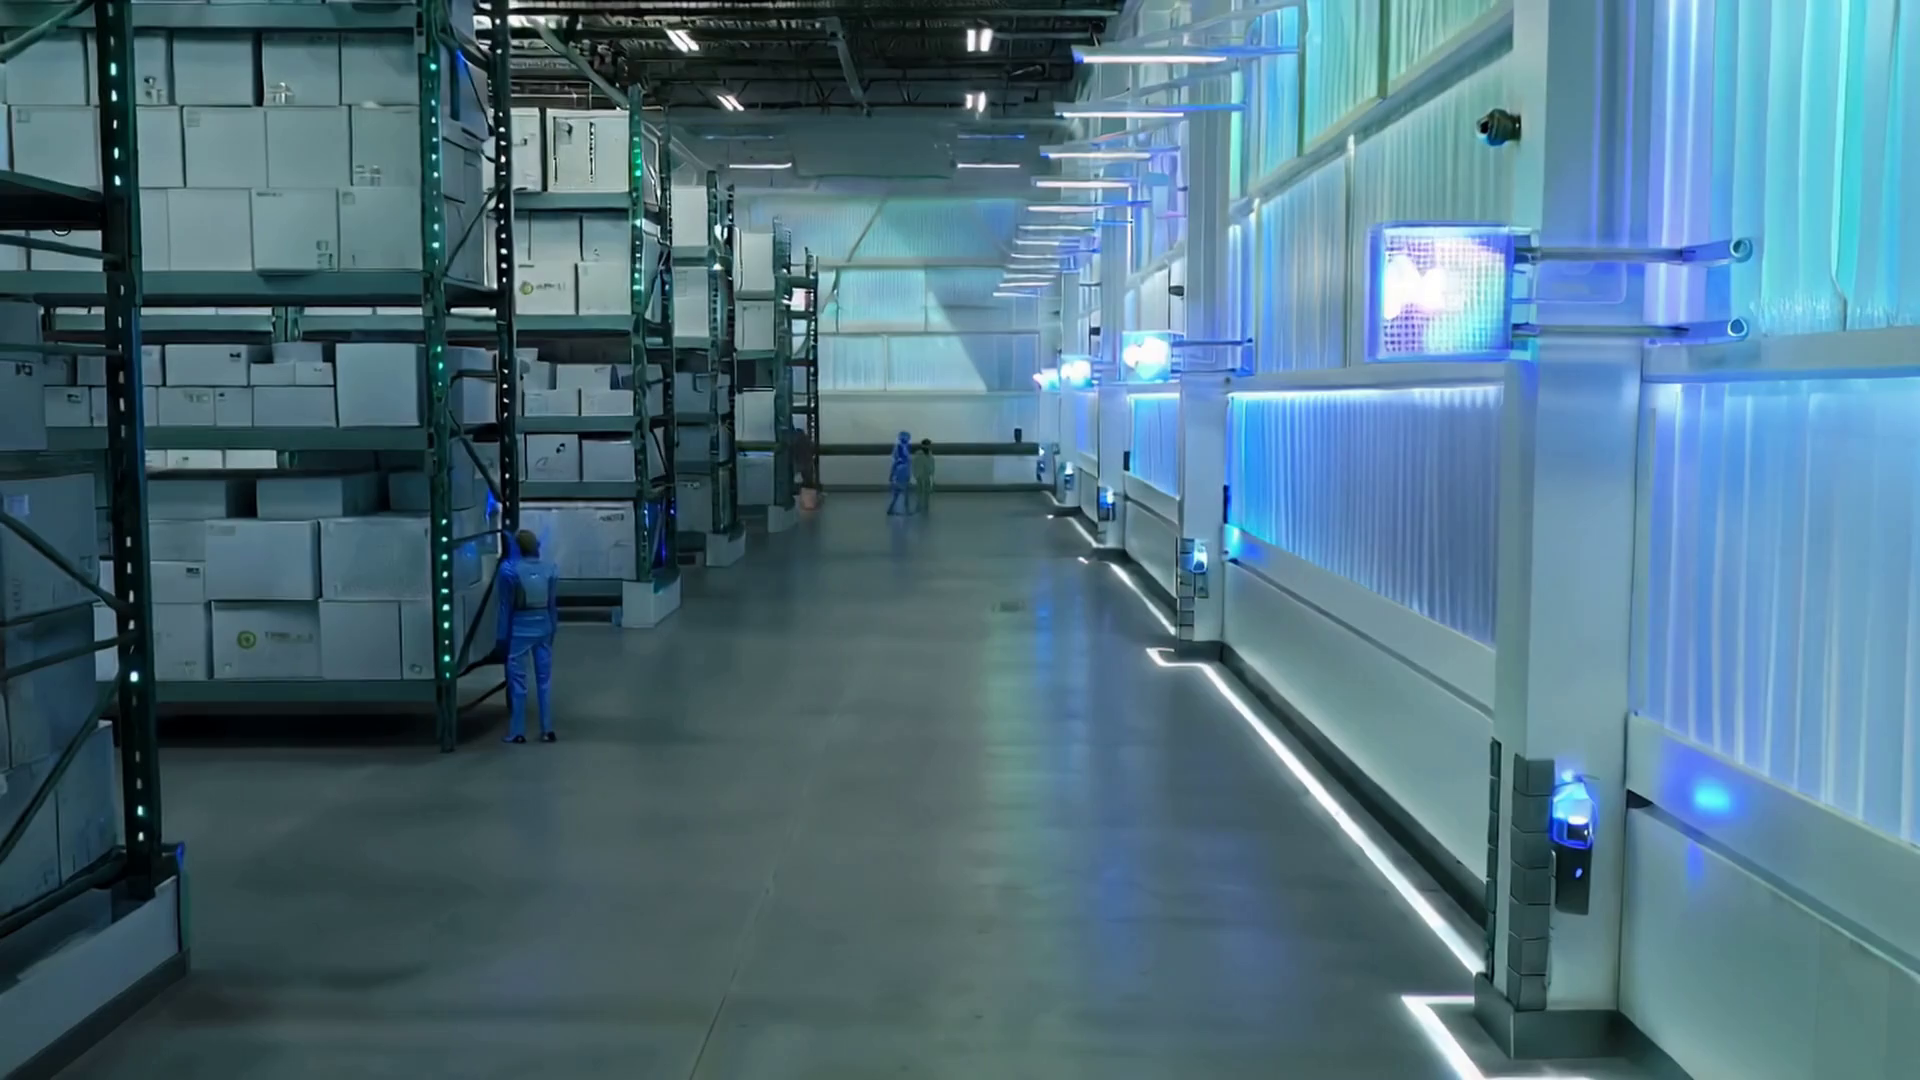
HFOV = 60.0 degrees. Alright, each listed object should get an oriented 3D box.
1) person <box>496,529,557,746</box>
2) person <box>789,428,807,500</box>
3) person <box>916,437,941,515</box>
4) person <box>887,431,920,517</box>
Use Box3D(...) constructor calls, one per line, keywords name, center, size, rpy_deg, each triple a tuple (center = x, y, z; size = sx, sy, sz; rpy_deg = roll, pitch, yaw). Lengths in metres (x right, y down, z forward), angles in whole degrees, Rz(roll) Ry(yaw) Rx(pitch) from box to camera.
Box3D(name="person", center=(-3.254, 0.736, 12.541), size=(0.316, 1.633, 0.521), rpy_deg=(4, 6, 40))
Box3D(name="person", center=(-4.179, -1.926, 42.279), size=(0.972, 1.856, 0.644), rpy_deg=(4, 7, 41))
Box3D(name="person", center=(-0.695, -1.414, 36.993), size=(0.655, 1.728, 0.583), rpy_deg=(4, 7, 41))
Box3D(name="person", center=(-1.269, -1.434, 36.406), size=(0.870, 1.899, 0.566), rpy_deg=(3, 6, 29))
